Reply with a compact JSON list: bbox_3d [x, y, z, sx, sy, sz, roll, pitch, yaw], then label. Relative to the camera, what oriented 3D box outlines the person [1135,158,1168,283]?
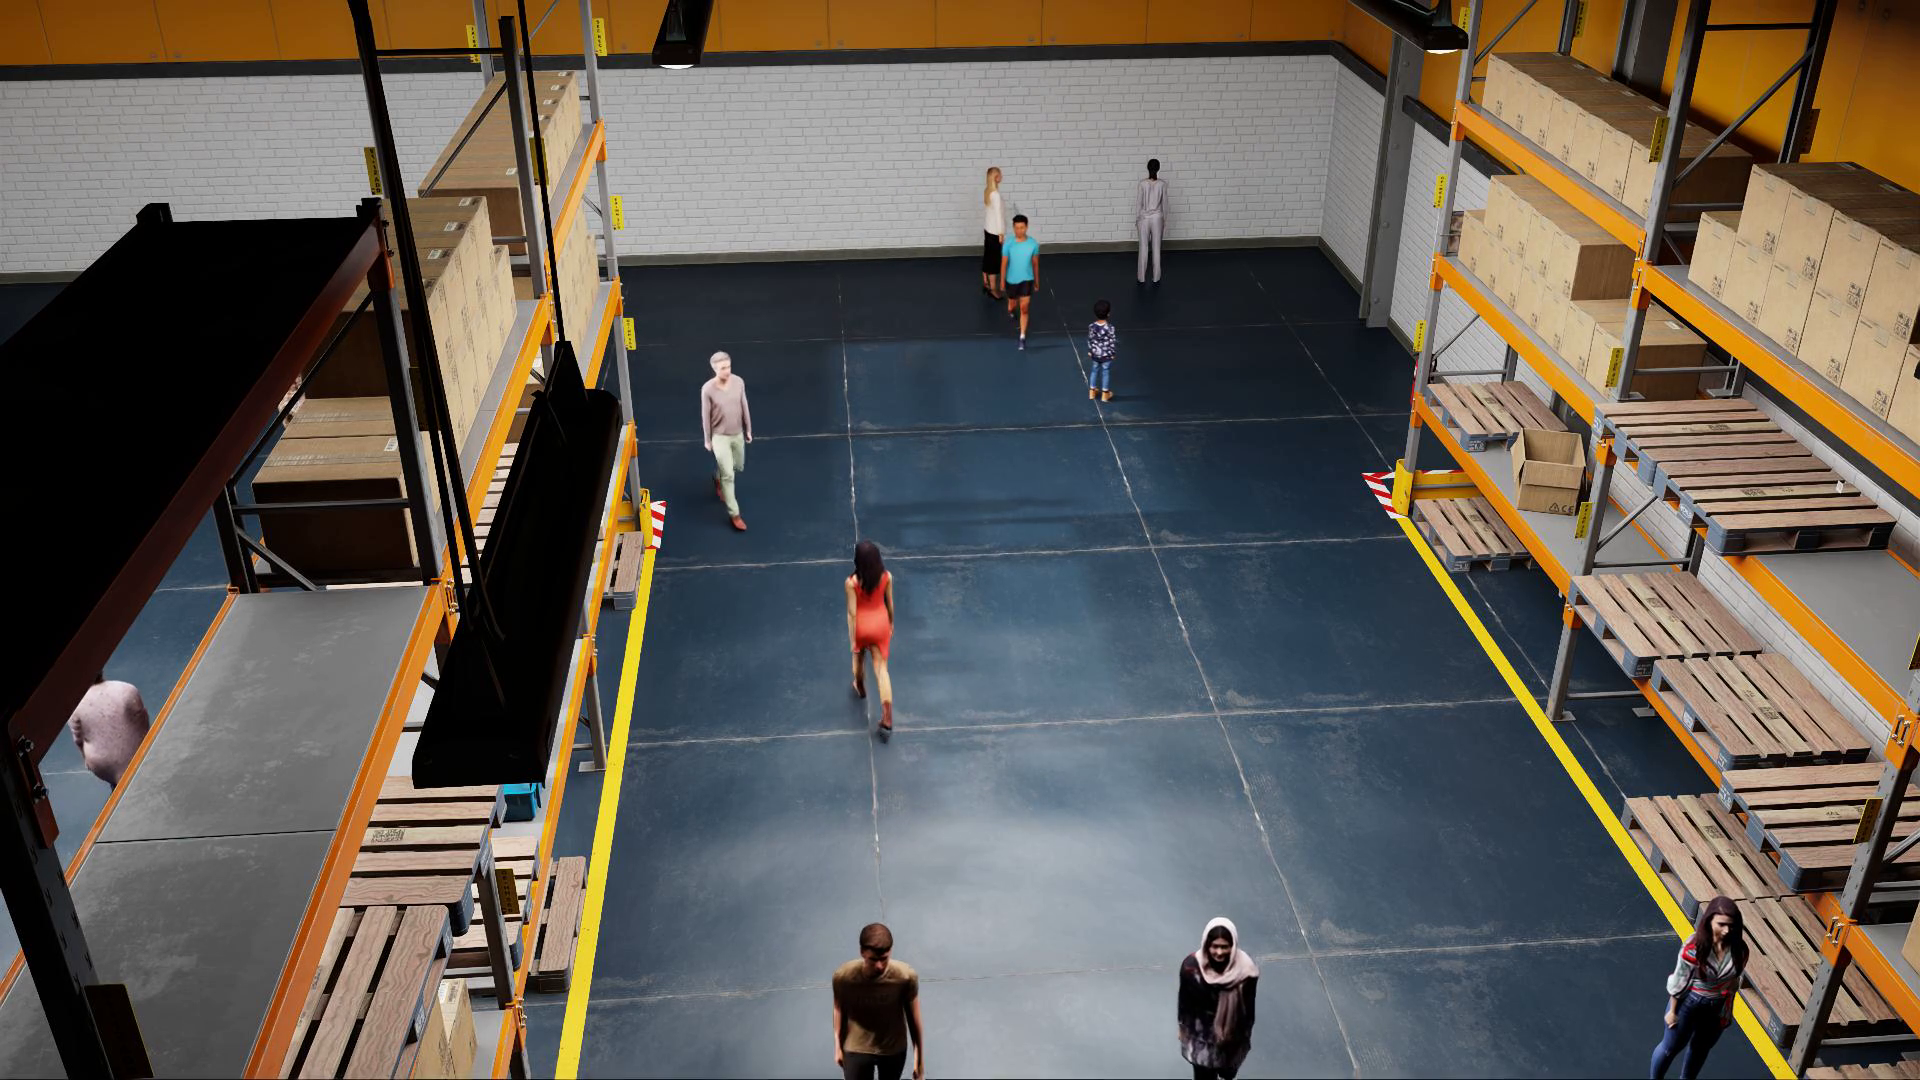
[{"bbox_3d":[2.702,-4.522,23.544,0.620,1.773,0.575,2,29,4],"label":"person"}]

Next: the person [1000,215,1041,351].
[{"bbox_3d":[0.771,-3.363,21.449,0.712,1.744,1.026,-2,29,-4],"label":"person"}]

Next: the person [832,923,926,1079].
[{"bbox_3d":[-0.495,2.930,9.822,0.674,1.831,0.889,-3,29,-5],"label":"person"}]

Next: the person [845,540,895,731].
[{"bbox_3d":[-0.710,0.813,13.860,0.805,1.680,1.200,-10,30,-17],"label":"person"}]

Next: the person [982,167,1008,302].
[{"bbox_3d":[0.469,-4.222,22.907,0.723,1.857,0.547,-10,30,-17],"label":"person"}]

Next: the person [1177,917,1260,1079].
[{"bbox_3d":[1.544,2.900,10.097,0.677,1.620,0.891,1,29,1],"label":"person"}]

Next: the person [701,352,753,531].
[{"bbox_3d":[-2.447,-1.089,17.175,1.050,1.846,1.247,-19,34,-30],"label":"person"}]

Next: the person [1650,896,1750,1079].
[{"bbox_3d":[4.534,2.849,10.198,0.600,1.613,0.516,-1,29,-1],"label":"person"}]

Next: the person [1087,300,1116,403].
[{"bbox_3d":[1.695,-2.283,19.985,0.574,1.250,0.608,12,31,22],"label":"person"}]
